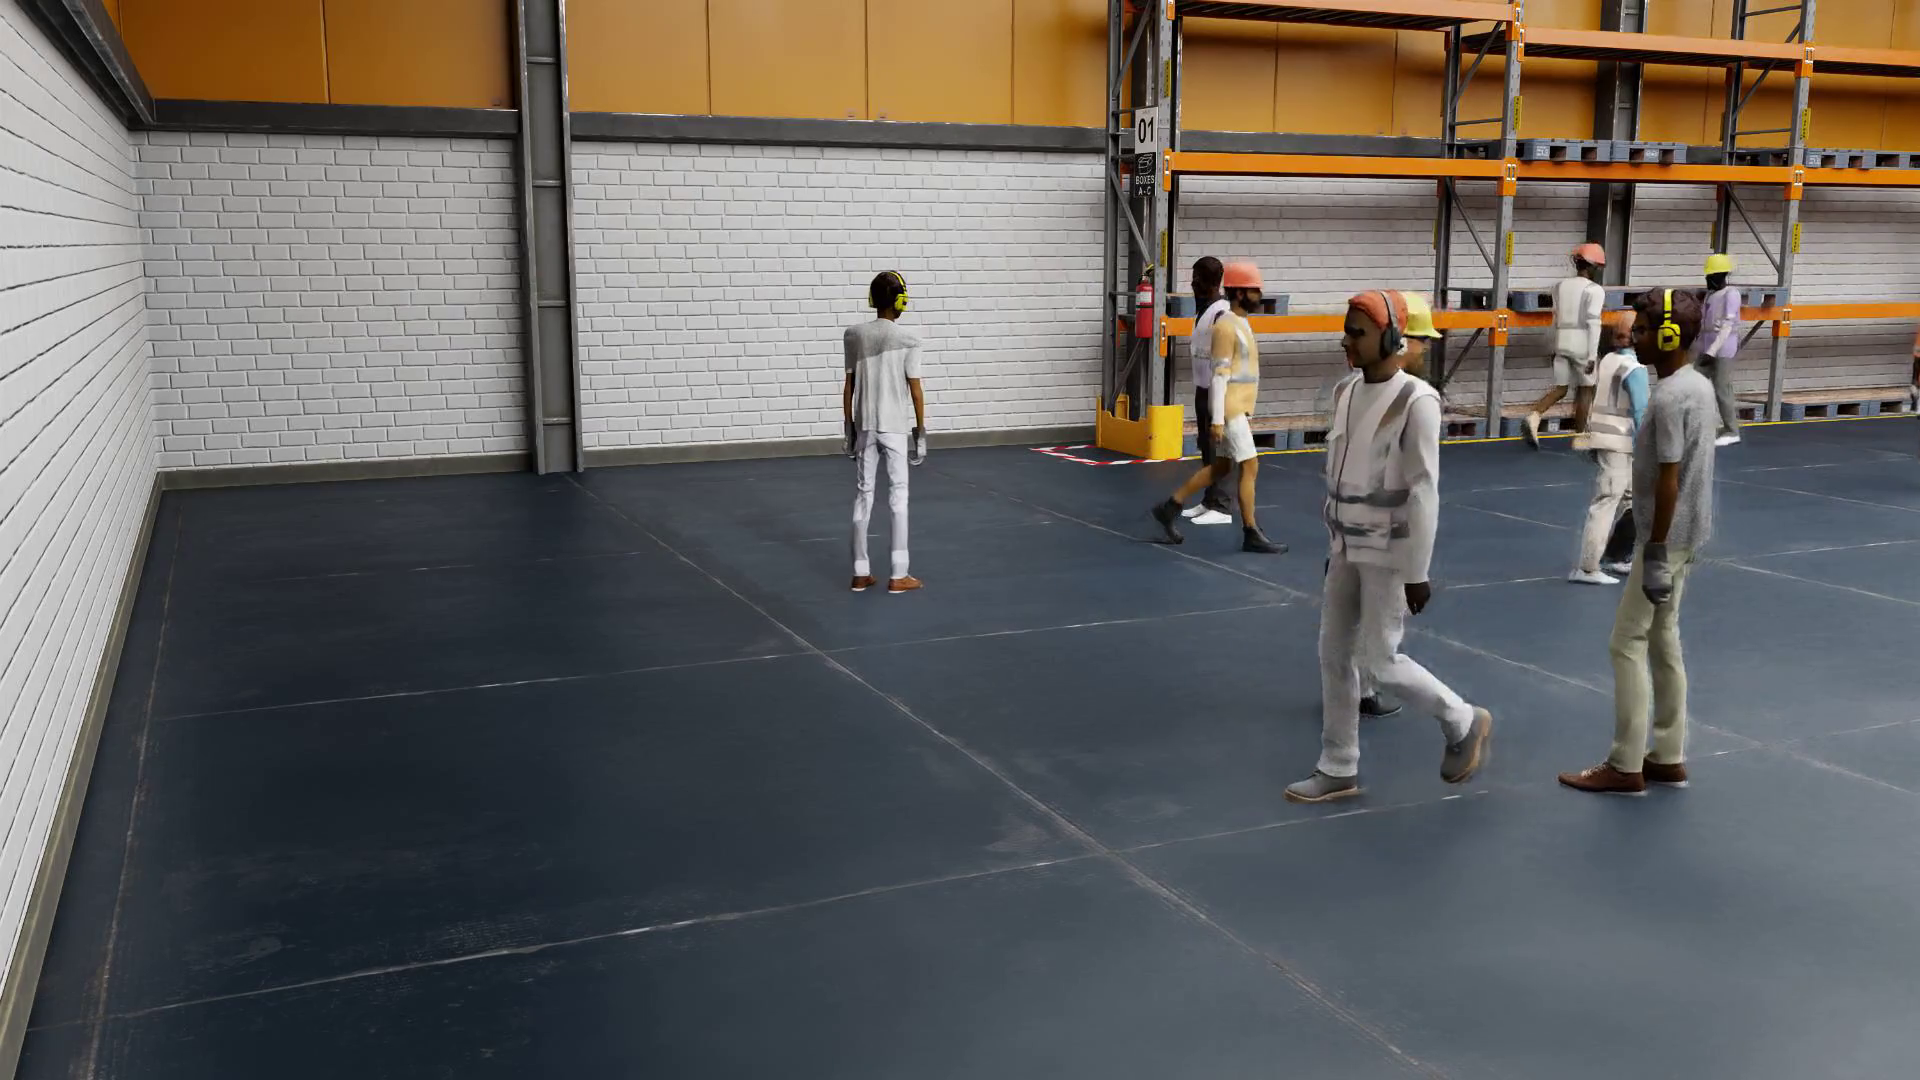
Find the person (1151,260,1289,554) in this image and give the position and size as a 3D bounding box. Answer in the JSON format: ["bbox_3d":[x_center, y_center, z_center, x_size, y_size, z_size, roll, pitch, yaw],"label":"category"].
[{"bbox_3d":[1.702,-0.869,10.881,0.882,1.914,0.545,4,11,20],"label":"person"}]

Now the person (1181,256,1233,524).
[{"bbox_3d":[1.830,-1.074,11.988,0.369,1.915,0.597,-1,10,-4],"label":"person"}]

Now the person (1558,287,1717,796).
[{"bbox_3d":[2.524,0.012,6.103,0.402,1.859,0.531,7,12,35],"label":"person"}]

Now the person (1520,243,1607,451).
[{"bbox_3d":[5.828,-1.823,15.925,0.833,2.010,0.631,-6,12,-29],"label":"person"}]

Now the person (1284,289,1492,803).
[{"bbox_3d":[1.549,0.041,5.943,0.663,1.868,0.581,-3,11,-17],"label":"person"}]

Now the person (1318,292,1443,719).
[{"bbox_3d":[1.776,-0.135,7.044,0.429,1.812,0.628,1,10,3],"label":"person"}]

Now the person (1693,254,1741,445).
[{"bbox_3d":[7.505,-1.867,16.478,0.642,1.900,0.601,-1,10,-6],"label":"person"}]

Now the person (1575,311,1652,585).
[{"bbox_3d":[3.946,-0.529,9.760,0.629,1.613,0.551,1,10,3],"label":"person"}]

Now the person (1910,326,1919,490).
[{"bbox_3d":[7.992,-1.219,13.429,0.549,1.670,0.680,4,11,22],"label":"person"}]

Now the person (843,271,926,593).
[{"bbox_3d":[-0.442,-0.617,9.626,0.517,1.858,0.331,4,11,21],"label":"person"}]
